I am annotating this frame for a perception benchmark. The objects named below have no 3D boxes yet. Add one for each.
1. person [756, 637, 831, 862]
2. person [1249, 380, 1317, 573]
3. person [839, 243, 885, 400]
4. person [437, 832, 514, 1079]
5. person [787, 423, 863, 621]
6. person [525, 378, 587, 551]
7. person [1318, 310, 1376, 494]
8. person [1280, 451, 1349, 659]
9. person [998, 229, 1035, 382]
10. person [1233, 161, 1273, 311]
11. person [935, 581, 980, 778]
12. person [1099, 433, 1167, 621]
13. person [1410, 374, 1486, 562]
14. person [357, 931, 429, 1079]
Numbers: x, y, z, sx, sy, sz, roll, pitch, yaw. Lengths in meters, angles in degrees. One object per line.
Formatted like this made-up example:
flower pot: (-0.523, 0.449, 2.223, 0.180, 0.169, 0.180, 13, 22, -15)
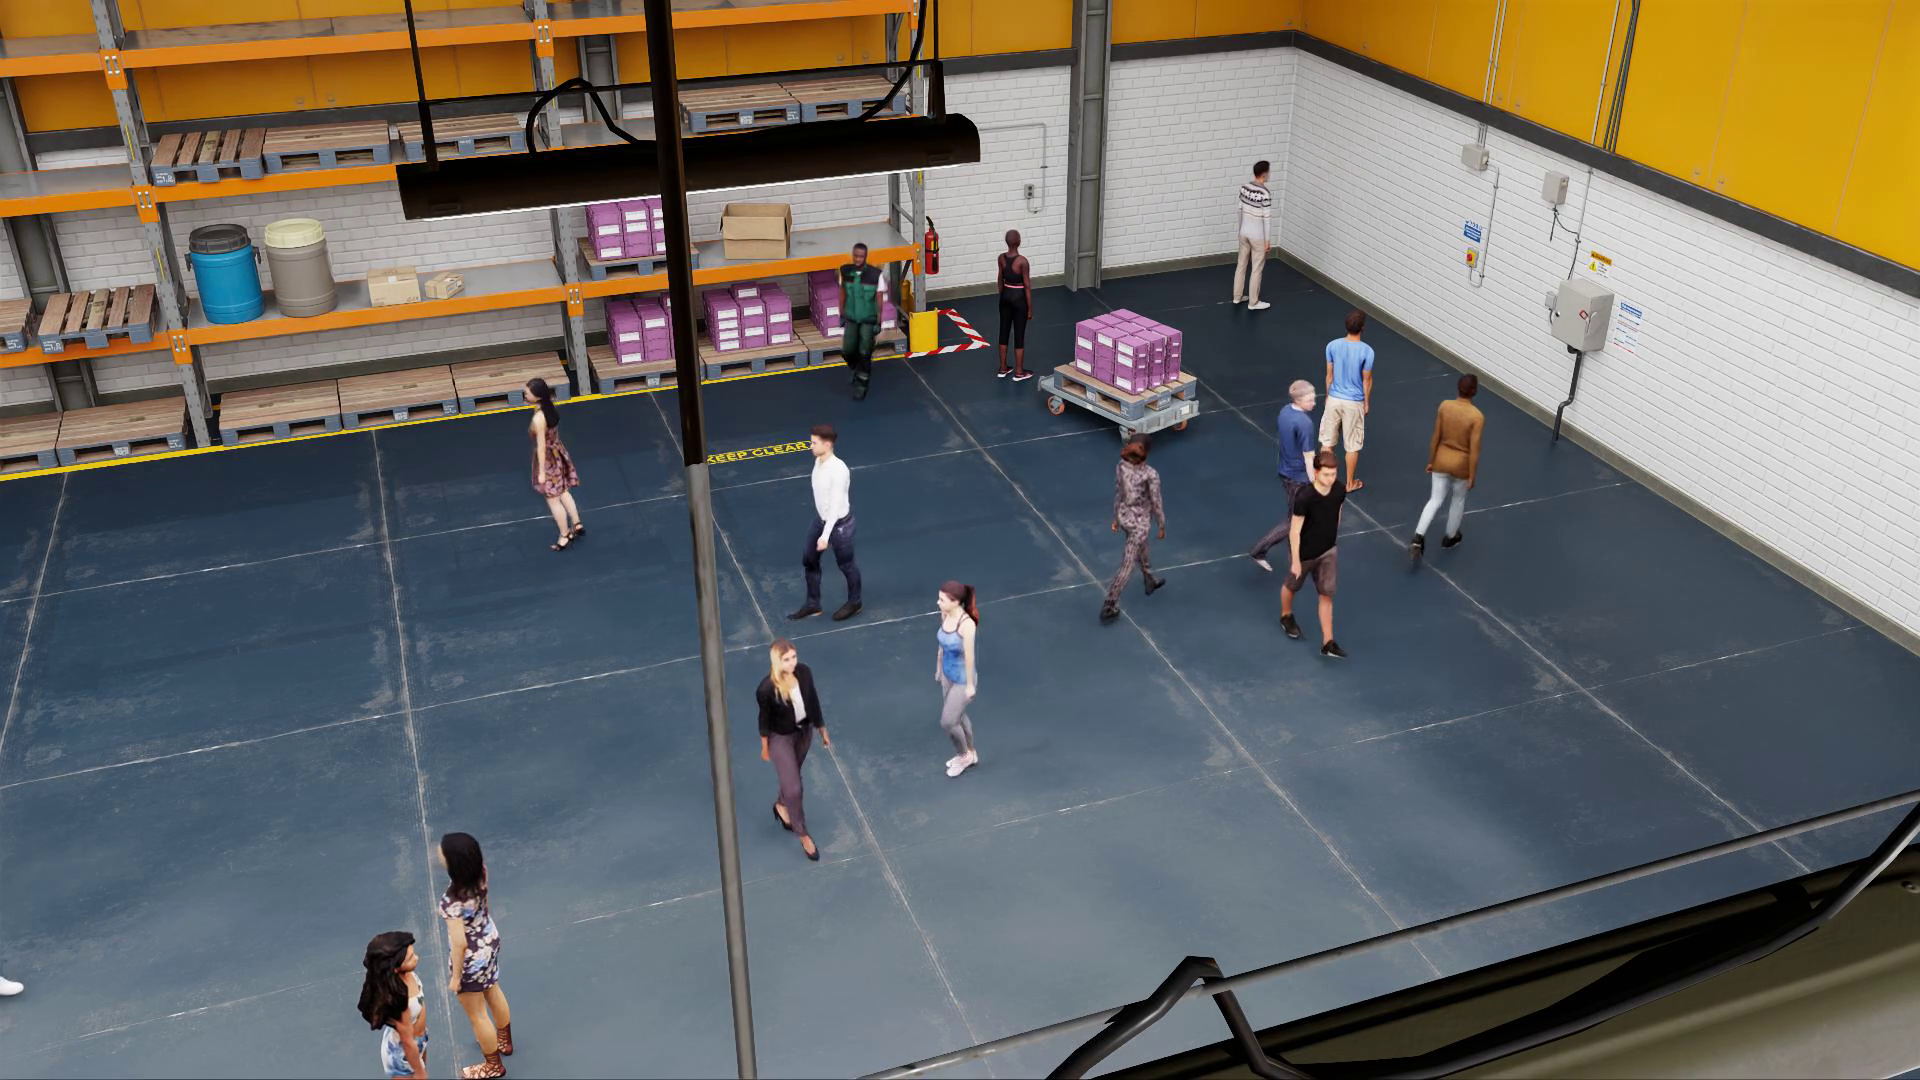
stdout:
person: (-1.234, 1.365, 11.532, 0.880, 1.650, 0.897, 24, 37, 37)
person: (2.953, -0.539, 14.840, 1.033, 1.826, 0.761, -9, 30, -16)
person: (-1.063, -2.460, 18.369, 0.920, 1.817, 0.972, 8, 30, 15)
person: (-2.800, 2.383, 9.578, 0.679, 1.734, 0.673, 4, 29, 7)
person: (-0.980, -0.154, 14.113, 0.967, 1.846, 0.743, -18, 33, -29)
person: (-3.719, -0.692, 15.186, 0.784, 1.762, 0.773, 5, 29, 9)
person: (3.790, -1.367, 16.318, 0.737, 1.864, 0.777, 16, 32, 27)
person: (2.883, 0.042, 13.786, 1.064, 1.815, 0.733, -10, 30, -17)
person: (0.597, -2.670, 18.821, 0.665, 1.755, 0.699, 18, 33, 29)
person: (3.678, -3.829, 20.836, 0.652, 1.860, 0.740, -19, 34, -30)
person: (0.052, 1.000, 12.257, 0.618, 1.596, 0.612, -14, 32, -24)
person: (1.444, -0.081, 14.167, 1.206, 1.666, 0.902, -25, 38, -38)
person: (4.412, -0.637, 15.053, 0.983, 1.793, 1.192, 24, 36, 36)
person: (-2.985, 2.765, 8.997, 0.564, 1.621, 0.552, -9, 30, -15)
